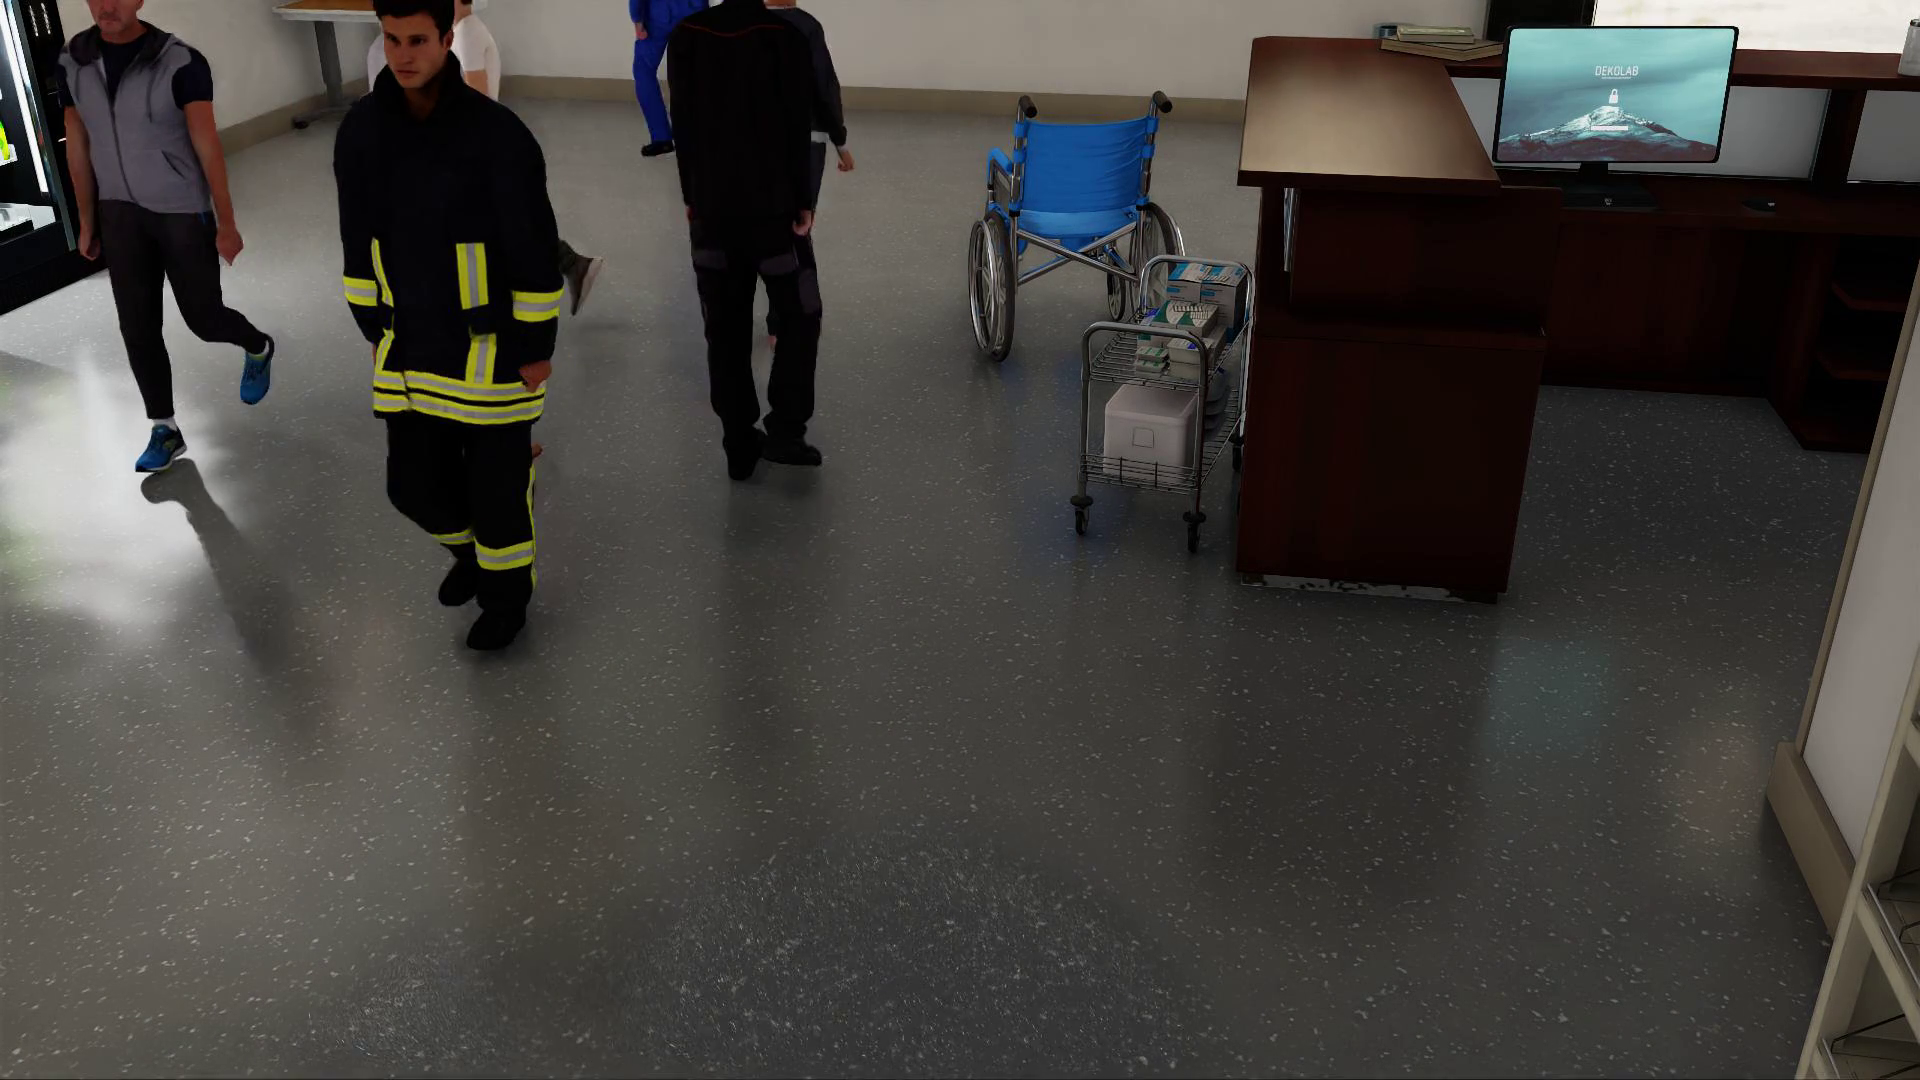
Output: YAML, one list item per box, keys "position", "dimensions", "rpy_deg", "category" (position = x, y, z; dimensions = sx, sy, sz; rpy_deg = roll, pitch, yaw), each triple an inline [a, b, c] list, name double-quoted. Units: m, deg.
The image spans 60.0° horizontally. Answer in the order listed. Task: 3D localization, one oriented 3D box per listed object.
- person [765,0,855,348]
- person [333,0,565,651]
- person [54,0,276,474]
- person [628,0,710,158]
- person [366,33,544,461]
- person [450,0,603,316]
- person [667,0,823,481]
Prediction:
- position: [-0.777, -1.638, 7.007]
  dimensions: [0.740, 1.707, 0.781]
  rpy_deg: [15, 30, 29]
  category: "person"
- position: [-1.371, -0.619, 4.663]
  dimensions: [0.796, 1.908, 0.724]
  rpy_deg: [5, 26, 10]
  category: "person"
- position: [-2.774, -1.153, 5.897]
  dimensions: [0.771, 1.799, 0.948]
  rpy_deg: [4, 26, 9]
  category: "person"
- position: [-1.712, -3.180, 10.084]
  dimensions: [0.877, 1.813, 0.924]
  rpy_deg: [-15, 29, -28]
  category: "person"
- position: [-1.814, -1.145, 5.834]
  dimensions: [0.766, 1.839, 0.765]
  rpy_deg: [22, 33, 38]
  category: "person"
- position: [-1.976, -1.656, 7.129]
  dimensions: [0.962, 1.634, 1.055]
  rpy_deg: [-9, 27, -17]
  category: "person"
- position: [-0.747, -1.098, 5.675]
  dimensions: [0.723, 1.891, 0.781]
  rpy_deg: [8, 27, 17]
  category: "person"
